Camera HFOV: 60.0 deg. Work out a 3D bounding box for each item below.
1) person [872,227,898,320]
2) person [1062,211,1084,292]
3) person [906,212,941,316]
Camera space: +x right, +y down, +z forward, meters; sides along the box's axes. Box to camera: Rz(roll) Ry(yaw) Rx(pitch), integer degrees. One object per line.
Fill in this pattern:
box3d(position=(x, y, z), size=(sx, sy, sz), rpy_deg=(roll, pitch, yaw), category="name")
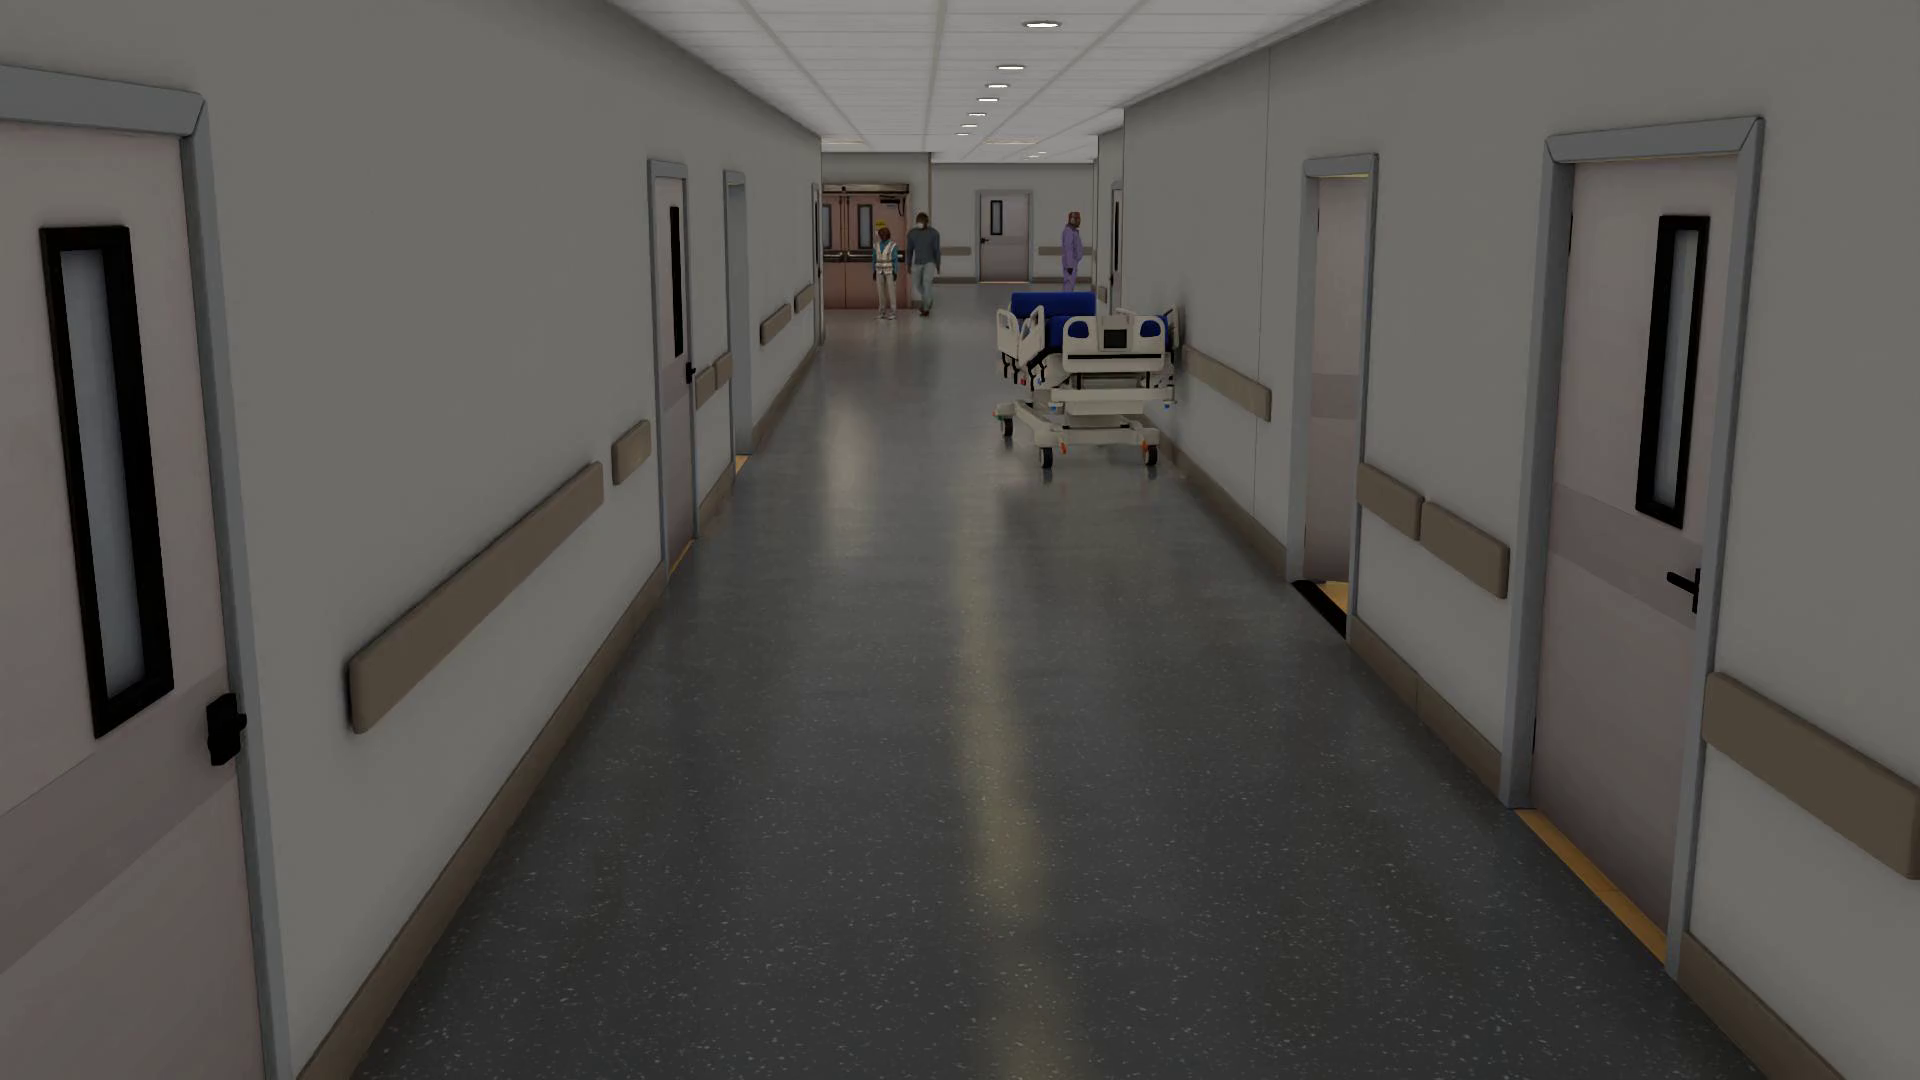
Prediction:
box3d(position=(-1.328, -4.742, 29.608), size=(0.518, 1.631, 0.319), rpy_deg=(6, 13, 27), category="person")
box3d(position=(2.080, -5.100, 30.713), size=(0.398, 1.900, 0.634), rpy_deg=(2, 12, 9), category="person")
box3d(position=(-0.623, -5.079, 30.594), size=(0.647, 1.906, 0.769), rpy_deg=(4, 12, 18), category="person")
